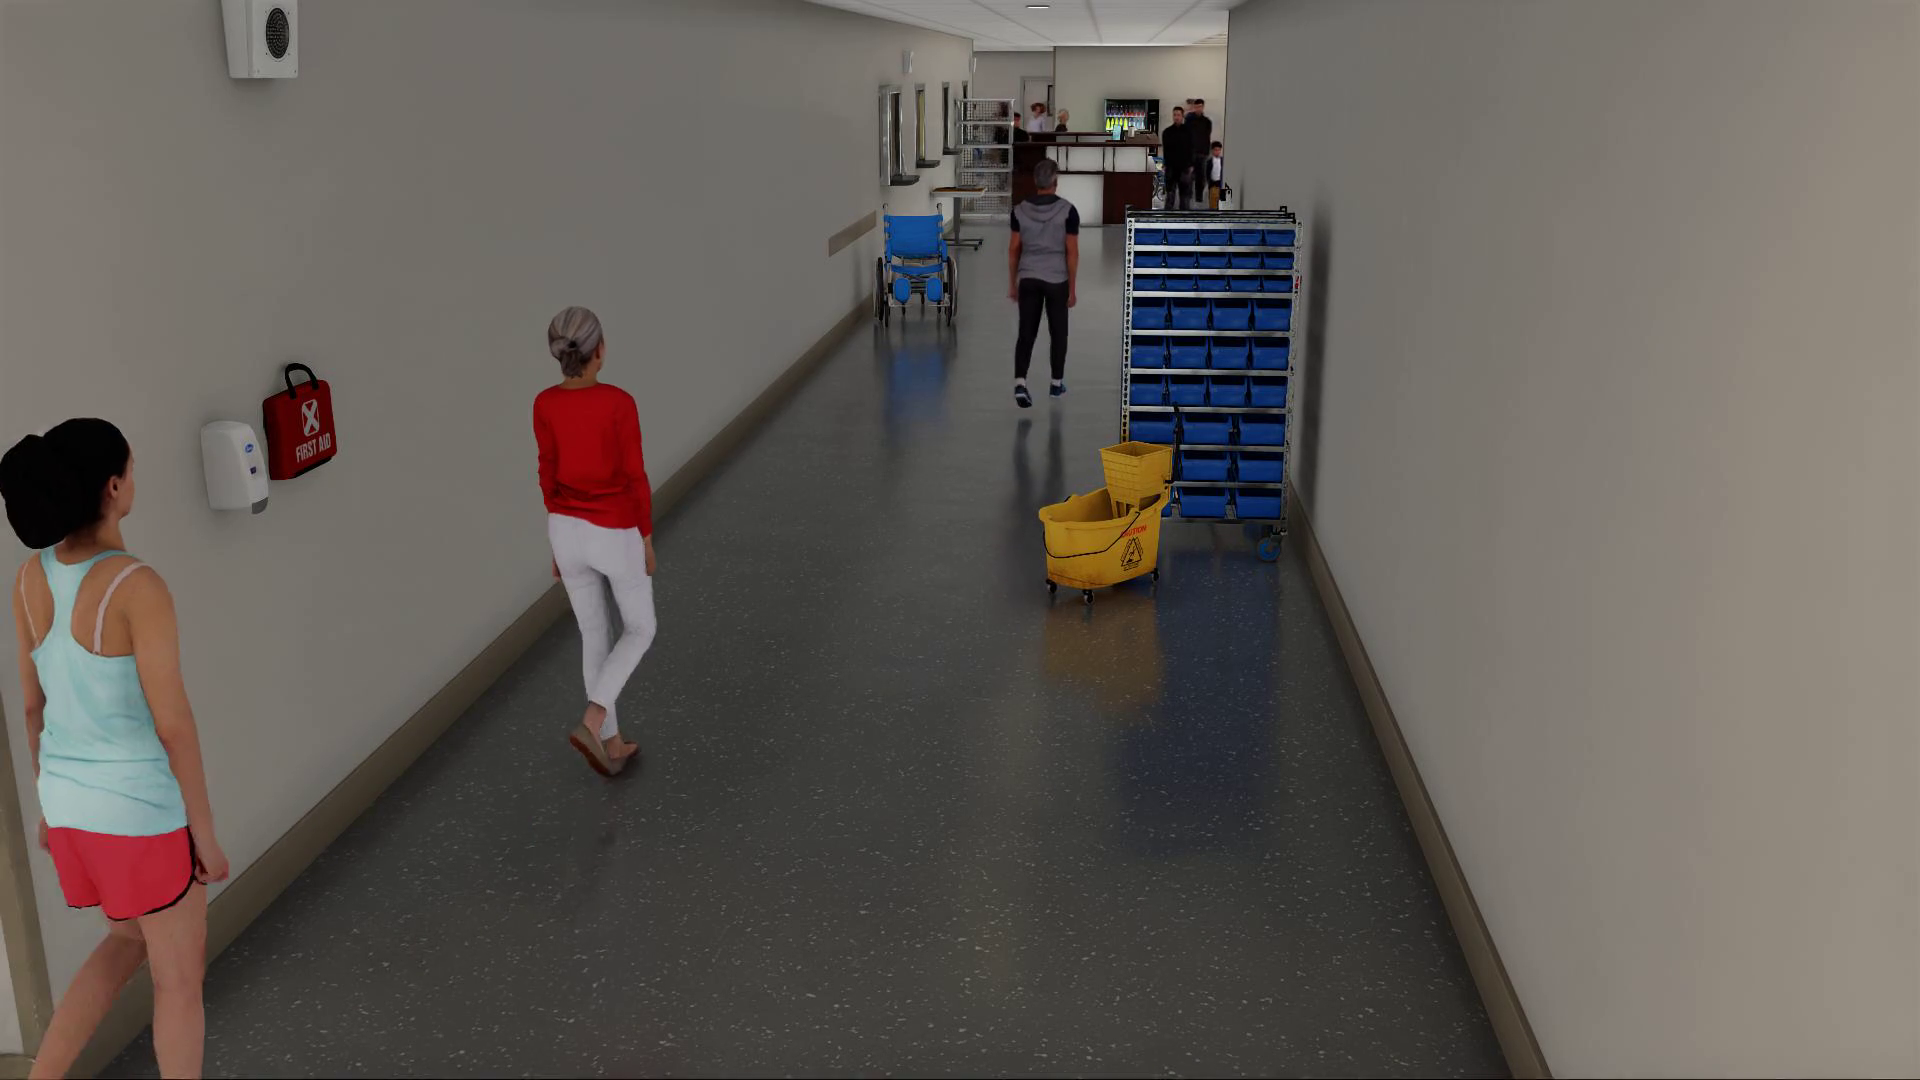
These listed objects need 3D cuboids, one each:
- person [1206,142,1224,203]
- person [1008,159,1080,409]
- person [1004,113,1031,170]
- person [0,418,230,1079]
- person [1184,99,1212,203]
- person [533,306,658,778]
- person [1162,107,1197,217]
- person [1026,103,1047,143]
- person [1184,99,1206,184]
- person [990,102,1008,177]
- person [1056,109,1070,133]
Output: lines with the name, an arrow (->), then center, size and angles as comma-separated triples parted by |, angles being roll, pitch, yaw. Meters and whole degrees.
person -> 4.533, -6.452, 29.576 | 0.715, 1.205, 0.615 | 0, 16, -2
person -> 0.583, -1.840, 12.209 | 1.167, 1.792, 0.889 | 4, 16, 14
person -> 1.014, -6.874, 30.250 | 1.039, 1.691, 0.926 | -4, 16, -14
person -> -1.826, 0.636, 3.498 | 0.867, 1.753, 0.809 | 7, 17, 22
person -> 4.517, -7.457, 31.935 | 1.094, 1.898, 0.734 | 1, 16, 5
person -> -1.260, 0.058, 5.679 | 0.762, 1.683, 0.682 | 4, 16, 13
person -> 3.473, -5.862, 26.334 | 1.200, 1.869, 0.930 | 5, 17, 17
person -> 1.937, -9.960, 41.235 | 1.205, 1.669, 1.157 | 13, 21, 40
person -> 5.260, -8.862, 37.045 | 0.857, 1.830, 0.867 | -12, 20, -36
person -> 0.957, -9.629, 39.864 | 1.007, 1.776, 0.871 | 7, 17, 25
person -> 1.954, -7.677, 33.054 | 0.722, 1.715, 0.719 | -4, 16, -14
